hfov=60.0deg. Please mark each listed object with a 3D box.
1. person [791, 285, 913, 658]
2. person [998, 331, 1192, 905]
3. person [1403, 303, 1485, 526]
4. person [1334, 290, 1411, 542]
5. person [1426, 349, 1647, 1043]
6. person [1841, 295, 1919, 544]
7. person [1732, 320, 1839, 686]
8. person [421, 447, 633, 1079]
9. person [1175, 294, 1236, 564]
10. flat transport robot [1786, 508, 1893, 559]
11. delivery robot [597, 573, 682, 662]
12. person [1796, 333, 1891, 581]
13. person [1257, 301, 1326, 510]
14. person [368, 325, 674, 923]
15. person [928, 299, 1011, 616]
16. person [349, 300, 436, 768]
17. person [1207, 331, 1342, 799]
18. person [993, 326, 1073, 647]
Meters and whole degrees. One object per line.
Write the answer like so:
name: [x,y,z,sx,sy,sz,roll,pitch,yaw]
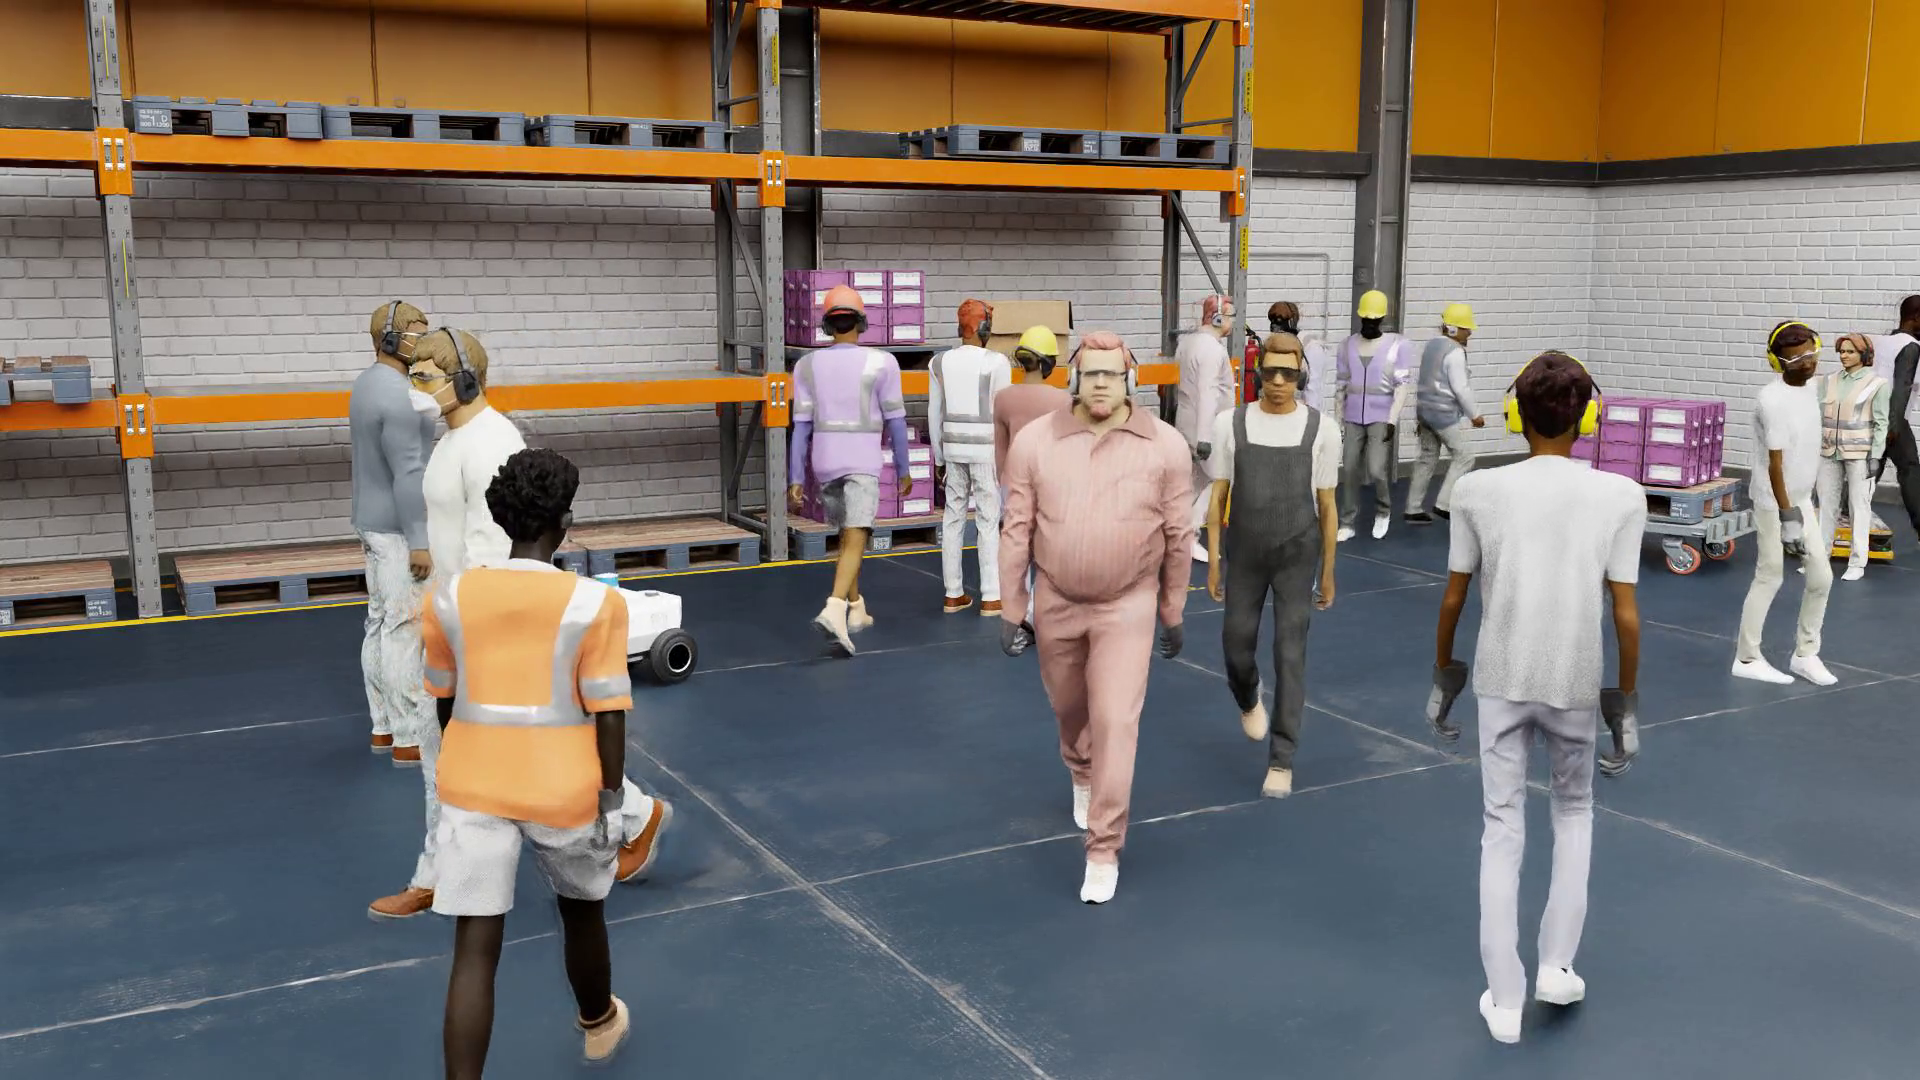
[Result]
person: [-0.651,-0.386,9.088,0.630,1.998,1.065,3,10,16]
person: [0.470,0.203,5.783,0.648,1.868,0.983,2,10,12]
person: [3.838,-0.976,13.198,0.524,1.787,0.605,-1,9,-6]
person: [3.053,-0.910,12.436,0.604,1.901,0.452,7,11,35]
person: [1.547,0.416,4.525,0.548,1.847,0.552,3,10,18]
person: [6.942,-0.855,12.221,0.927,1.862,0.677,1,9,8]
person: [4.067,-0.157,8.118,0.617,1.819,0.573,-5,11,-29]
person: [-1.038,0.609,3.975,0.538,1.645,0.889,1,9,3]
person: [1.716,-0.760,11.579,0.405,1.886,0.686,-1,9,-7]
flat transport robot: [6.442,-0.072,12.297,0.652,0.197,1.431,4,10,22]
delivery robot: [-1.734,0.408,8.219,0.477,0.478,0.707,9,13,43]
person: [5.901,-0.553,11.073,0.308,1.639,0.514,-5,11,-30]
person: [2.425,-0.892,12.595,0.832,1.806,0.645,-8,12,-42]
person: [-1.412,0.264,5.316,0.915,1.909,0.638,-5,11,-28]
person: [0.084,-0.487,9.917,0.573,1.887,0.354,5,11,30]
person: [-2.341,-0.026,6.953,0.378,1.937,0.629,-6,11,-32]
person: [1.255,0.073,6.672,0.518,1.831,0.620,2,10,14]
person: [0.418,-0.281,9.039,0.548,1.751,0.365,7,12,36]
